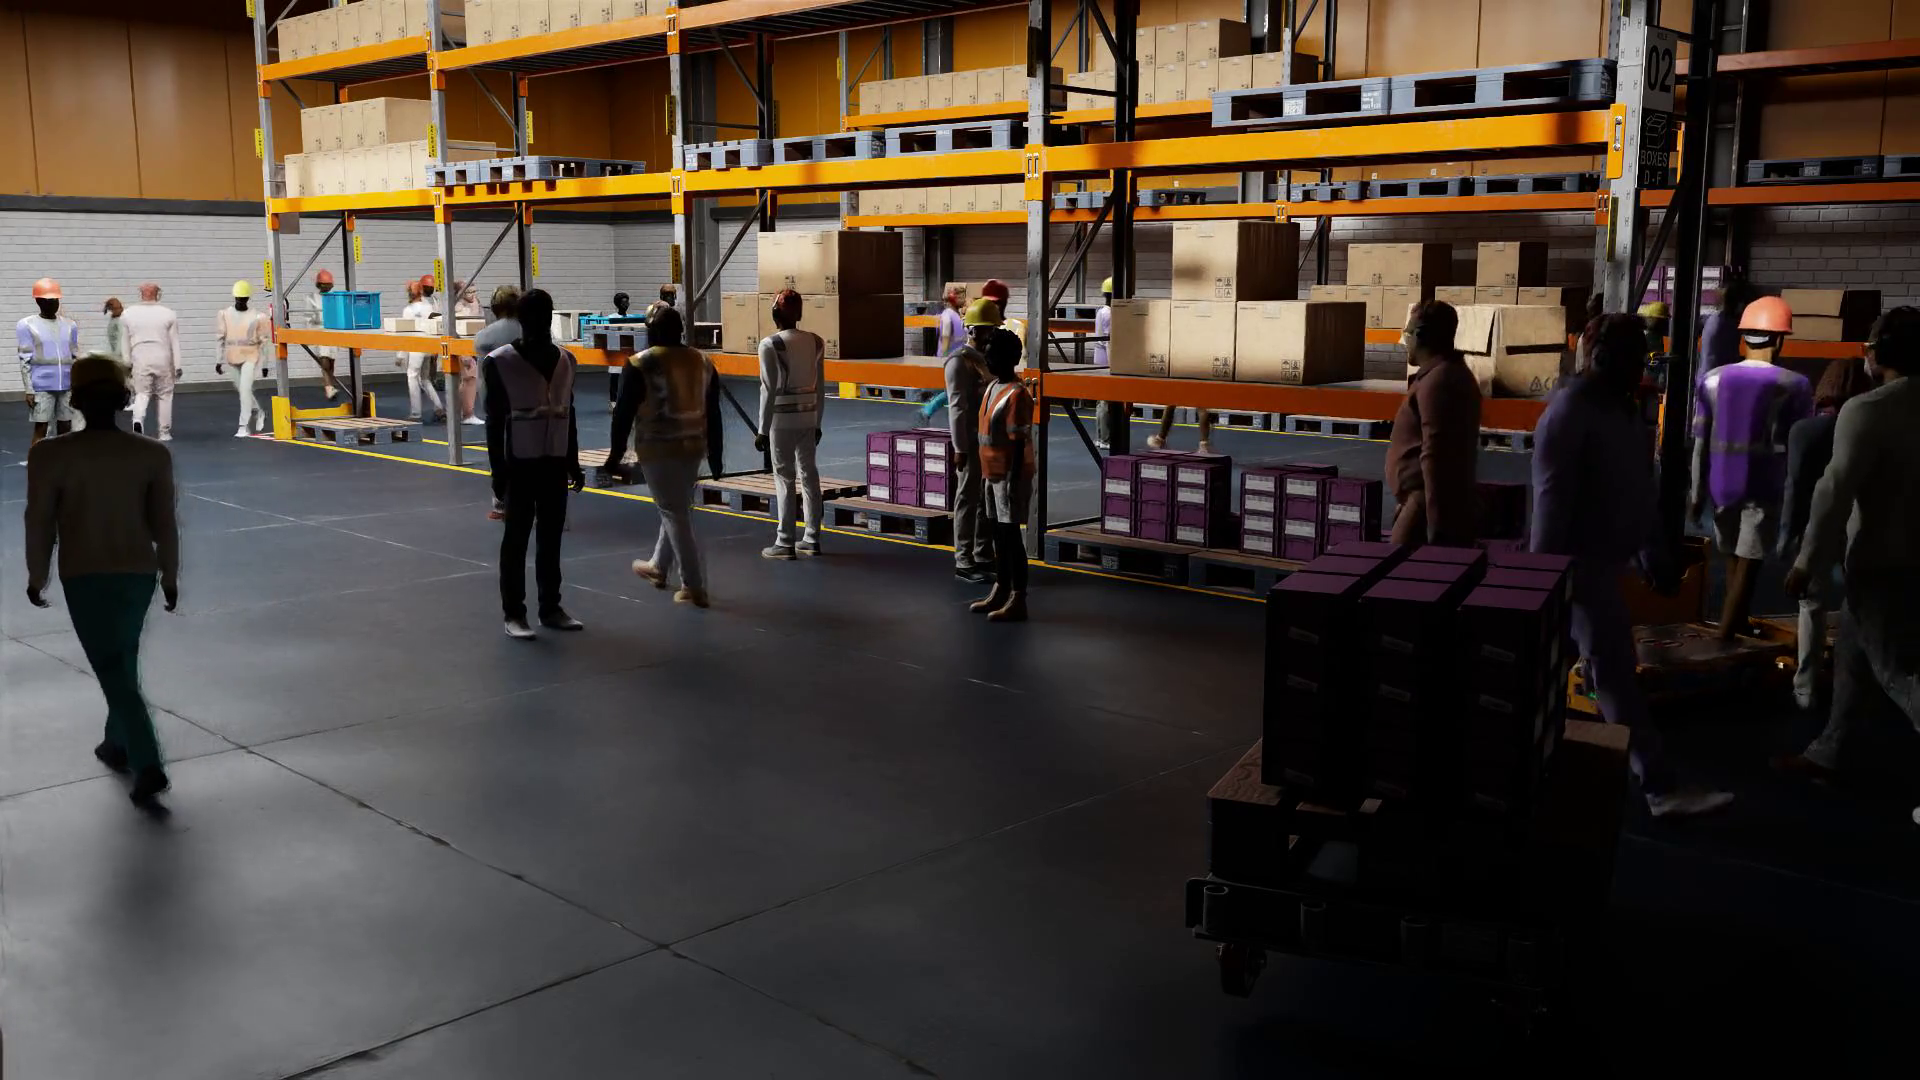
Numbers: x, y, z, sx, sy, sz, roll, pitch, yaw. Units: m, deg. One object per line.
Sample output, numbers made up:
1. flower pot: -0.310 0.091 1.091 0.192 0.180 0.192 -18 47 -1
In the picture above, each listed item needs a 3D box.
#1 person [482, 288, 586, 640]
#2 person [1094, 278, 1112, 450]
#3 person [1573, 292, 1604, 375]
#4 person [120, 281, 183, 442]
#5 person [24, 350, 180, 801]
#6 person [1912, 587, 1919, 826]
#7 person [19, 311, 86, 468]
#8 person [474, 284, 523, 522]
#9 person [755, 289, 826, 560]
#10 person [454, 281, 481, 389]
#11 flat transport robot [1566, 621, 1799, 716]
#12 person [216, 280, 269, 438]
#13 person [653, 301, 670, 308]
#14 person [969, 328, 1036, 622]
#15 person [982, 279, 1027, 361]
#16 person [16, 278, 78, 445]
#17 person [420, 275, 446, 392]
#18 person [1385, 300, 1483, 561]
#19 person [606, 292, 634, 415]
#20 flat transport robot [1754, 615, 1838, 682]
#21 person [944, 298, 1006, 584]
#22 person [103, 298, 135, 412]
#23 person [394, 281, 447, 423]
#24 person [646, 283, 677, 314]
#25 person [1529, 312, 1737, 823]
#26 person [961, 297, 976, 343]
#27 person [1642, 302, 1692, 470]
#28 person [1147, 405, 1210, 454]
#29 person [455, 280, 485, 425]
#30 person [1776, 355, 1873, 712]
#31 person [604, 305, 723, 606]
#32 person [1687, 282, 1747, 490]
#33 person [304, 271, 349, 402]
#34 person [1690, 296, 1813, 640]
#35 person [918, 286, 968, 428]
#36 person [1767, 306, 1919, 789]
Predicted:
1. person: -2.353 -0.423 9.186 0.370 1.914 0.597 7 12 37
2. person: 1.699 -1.967 18.667 0.396 1.926 0.617 0 9 -1
3. person: 4.875 -0.978 12.803 0.348 1.847 0.505 6 11 31
4. person: -9.356 -2.053 19.283 0.656 1.890 0.609 -2 9 -12
5. person: -3.292 0.120 6.471 0.933 1.717 0.521 8 12 40
6. person: 3.635 0.188 5.760 0.406 1.829 0.714 -4 10 -26
7. person: -9.144 -1.502 16.735 0.736 1.615 0.528 1 9 6
8. person: -3.470 -1.046 13.049 0.633 1.911 0.880 -7 12 -37
9. person: -1.181 -0.798 11.590 0.355 1.883 0.573 9 13 43
10. person: -8.298 -3.431 27.961 0.431 1.808 0.663 5 11 30
11. flat transport robot: 3.304 0.594 7.982 1.431 0.197 0.652 -5 10 -28
12. person: -8.688 -2.215 20.268 0.599 1.892 0.887 1 9 3
13. person: -3.556 -2.055 20.042 0.308 1.640 0.511 8 12 42
14. person: 0.256 -0.373 9.581 0.334 1.689 0.533 -3 10 -17
15. person: 0.311 -1.265 14.285 0.544 1.937 0.366 3 10 19
16. person: -8.236 -1.402 15.120 0.373 1.939 0.545 6 11 32
17. person: -8.699 -3.381 27.301 0.377 1.930 0.539 4 10 21
18. person: 2.015 -0.119 7.448 0.805 1.877 0.658 5 10 28
19. person: -4.674 -2.576 23.058 0.320 1.697 0.531 8 12 41
20. flat transport robot: 4.703 0.517 8.454 1.431 0.197 0.652 -2 10 -14
21. person: 0.144 -0.642 10.782 0.404 1.831 0.600 6 11 31
22. person: -11.942 -2.626 23.634 0.339 1.617 0.595 -6 11 -31
23. person: -7.021 -2.417 21.556 0.489 1.868 0.599 3 10 15
24. person: -3.774 -2.405 21.578 0.626 1.842 0.429 -1 9 -9
25. person: 2.436 0.095 6.178 0.984 1.854 0.658 7 12 38
26. person: 0.160 -2.577 23.283 0.497 1.629 0.276 -4 10 -23
27. person: 6.804 -1.471 16.266 0.841 1.696 0.507 8 12 39
28. person: 2.388 -1.830 17.635 0.599 1.976 1.100 -3 10 -20
29. person: -6.378 -2.419 21.545 0.418 1.877 0.691 -2 10 -15
30. person: 4.002 -0.022 7.589 0.507 1.631 0.265 1 9 6
31. person: -1.812 -0.526 10.176 0.938 1.794 0.635 9 13 43
32. person: 6.944 -1.358 14.975 0.997 1.887 0.654 5 11 30
33. person: -9.653 -3.110 25.449 0.632 1.980 1.071 -7 12 -37
34. person: 3.918 -0.255 8.244 0.934 1.898 0.551 -7 12 -38
35. person: -0.135 -2.192 20.325 0.766 1.824 0.570 2 10 14
36. person: 3.489 0.096 6.100 0.634 1.901 0.980 -5 11 -30
